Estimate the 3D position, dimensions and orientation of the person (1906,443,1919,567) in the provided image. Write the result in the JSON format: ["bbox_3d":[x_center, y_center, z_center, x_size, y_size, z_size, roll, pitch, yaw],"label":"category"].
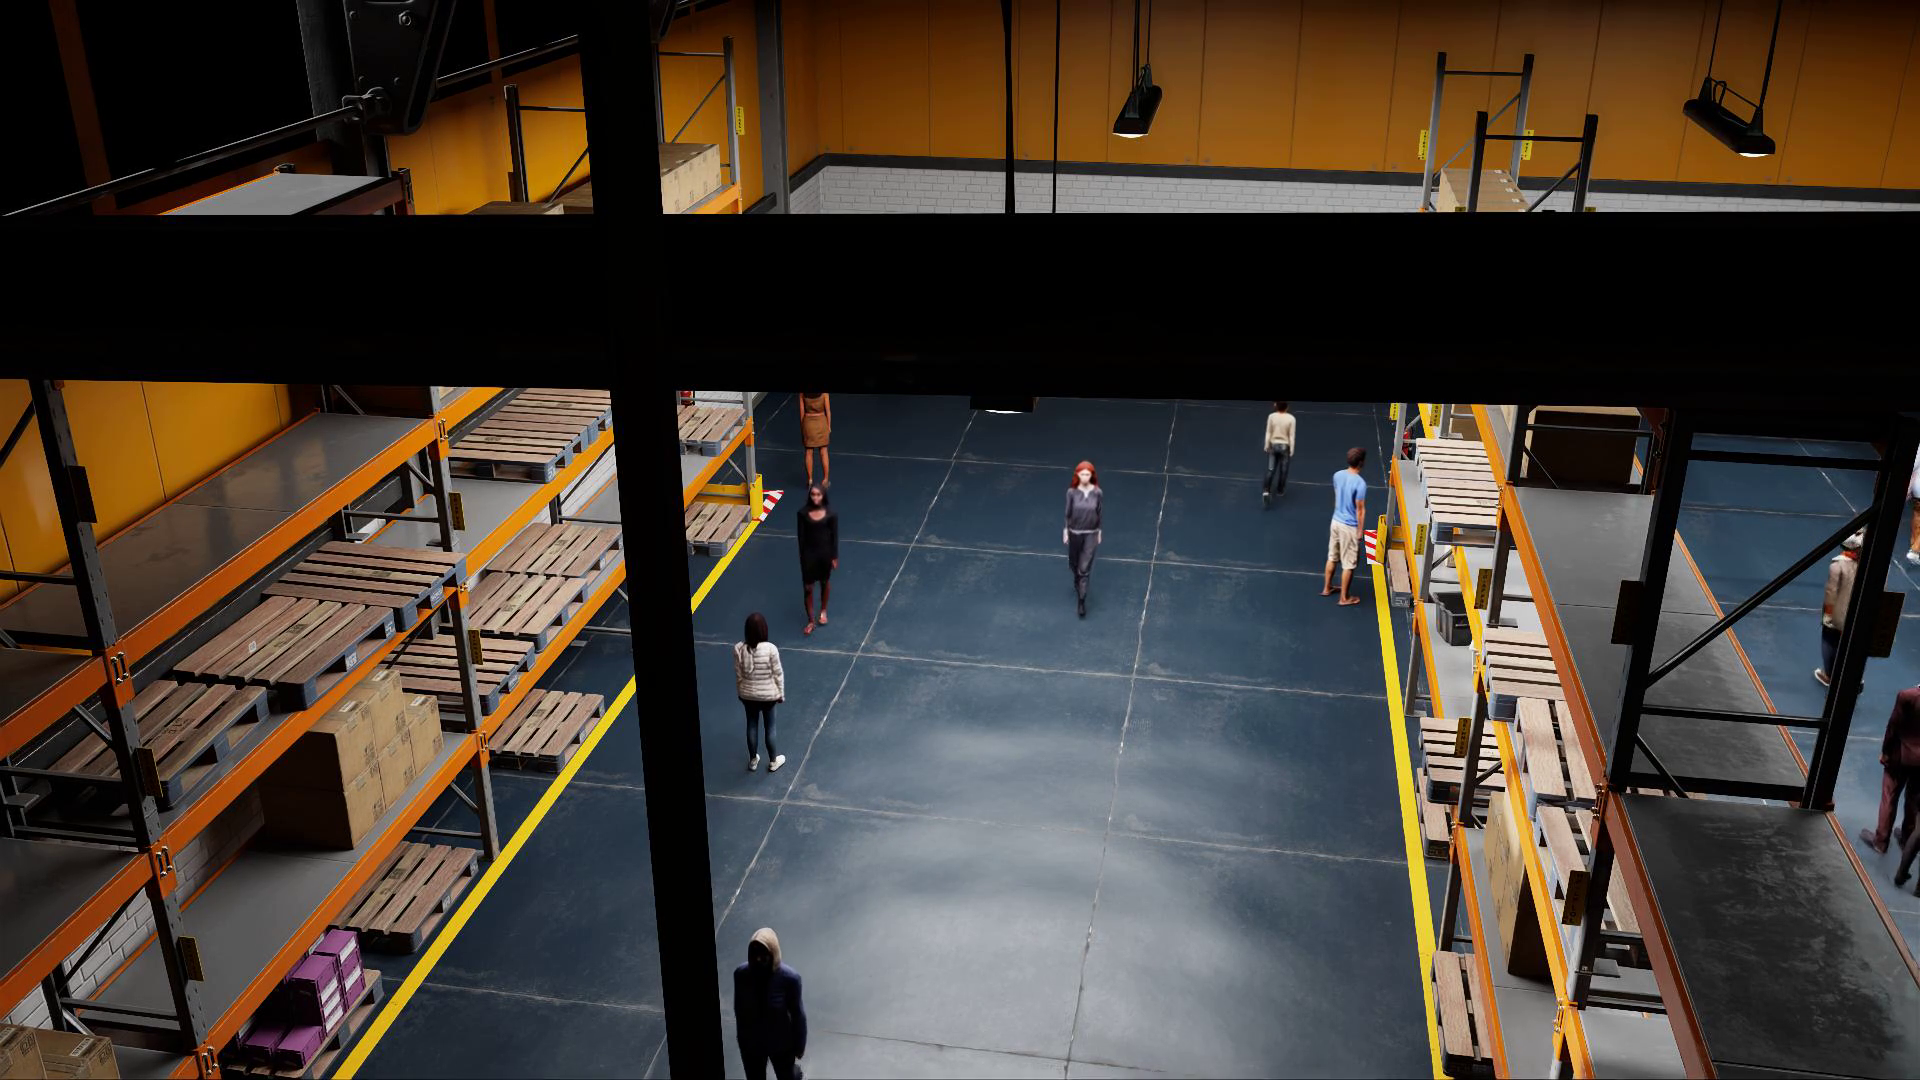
[{"bbox_3d":[11.661,-0.584,20.002,1.136,1.819,1.066,-16,28,-32],"label":"person"}]

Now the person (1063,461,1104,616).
[{"bbox_3d":[1.401,-0.072,18.911,0.625,1.754,1.057,2,24,5],"label":"person"}]

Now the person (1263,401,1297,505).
[{"bbox_3d":[4.168,-1.174,21.821,0.682,1.443,1.003,9,25,20],"label":"person"}]

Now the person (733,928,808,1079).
[{"bbox_3d":[-1.267,3.313,11.200,0.651,1.727,0.990,4,24,8],"label":"person"}]

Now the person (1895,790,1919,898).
[{"bbox_3d":[8.133,2.208,13.843,0.781,1.635,0.643,-7,25,-15],"label":"person"}]

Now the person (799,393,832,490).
[{"bbox_3d":[-1.943,-1.496,22.250,0.614,1.688,0.582,-2,24,-4],"label":"person"}]

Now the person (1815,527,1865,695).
[{"bbox_3d":[9.085,0.728,16.938,0.789,1.868,0.972,2,24,5],"label":"person"}]

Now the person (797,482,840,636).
[{"bbox_3d":[-1.557,0.145,18.481,0.659,1.700,0.847,1,24,3],"label":"person"}]

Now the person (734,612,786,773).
[{"bbox_3d":[-1.883,1.423,15.635,0.609,1.638,0.535,3,24,8],"label":"person"}]

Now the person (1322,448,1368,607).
[{"bbox_3d":[4.419,-0.175,19.013,0.780,1.861,0.701,-13,27,-27],"label":"person"}]

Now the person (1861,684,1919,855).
[{"bbox_3d":[8.243,1.862,14.363,0.699,1.853,0.635,0,24,0],"label":"person"}]
